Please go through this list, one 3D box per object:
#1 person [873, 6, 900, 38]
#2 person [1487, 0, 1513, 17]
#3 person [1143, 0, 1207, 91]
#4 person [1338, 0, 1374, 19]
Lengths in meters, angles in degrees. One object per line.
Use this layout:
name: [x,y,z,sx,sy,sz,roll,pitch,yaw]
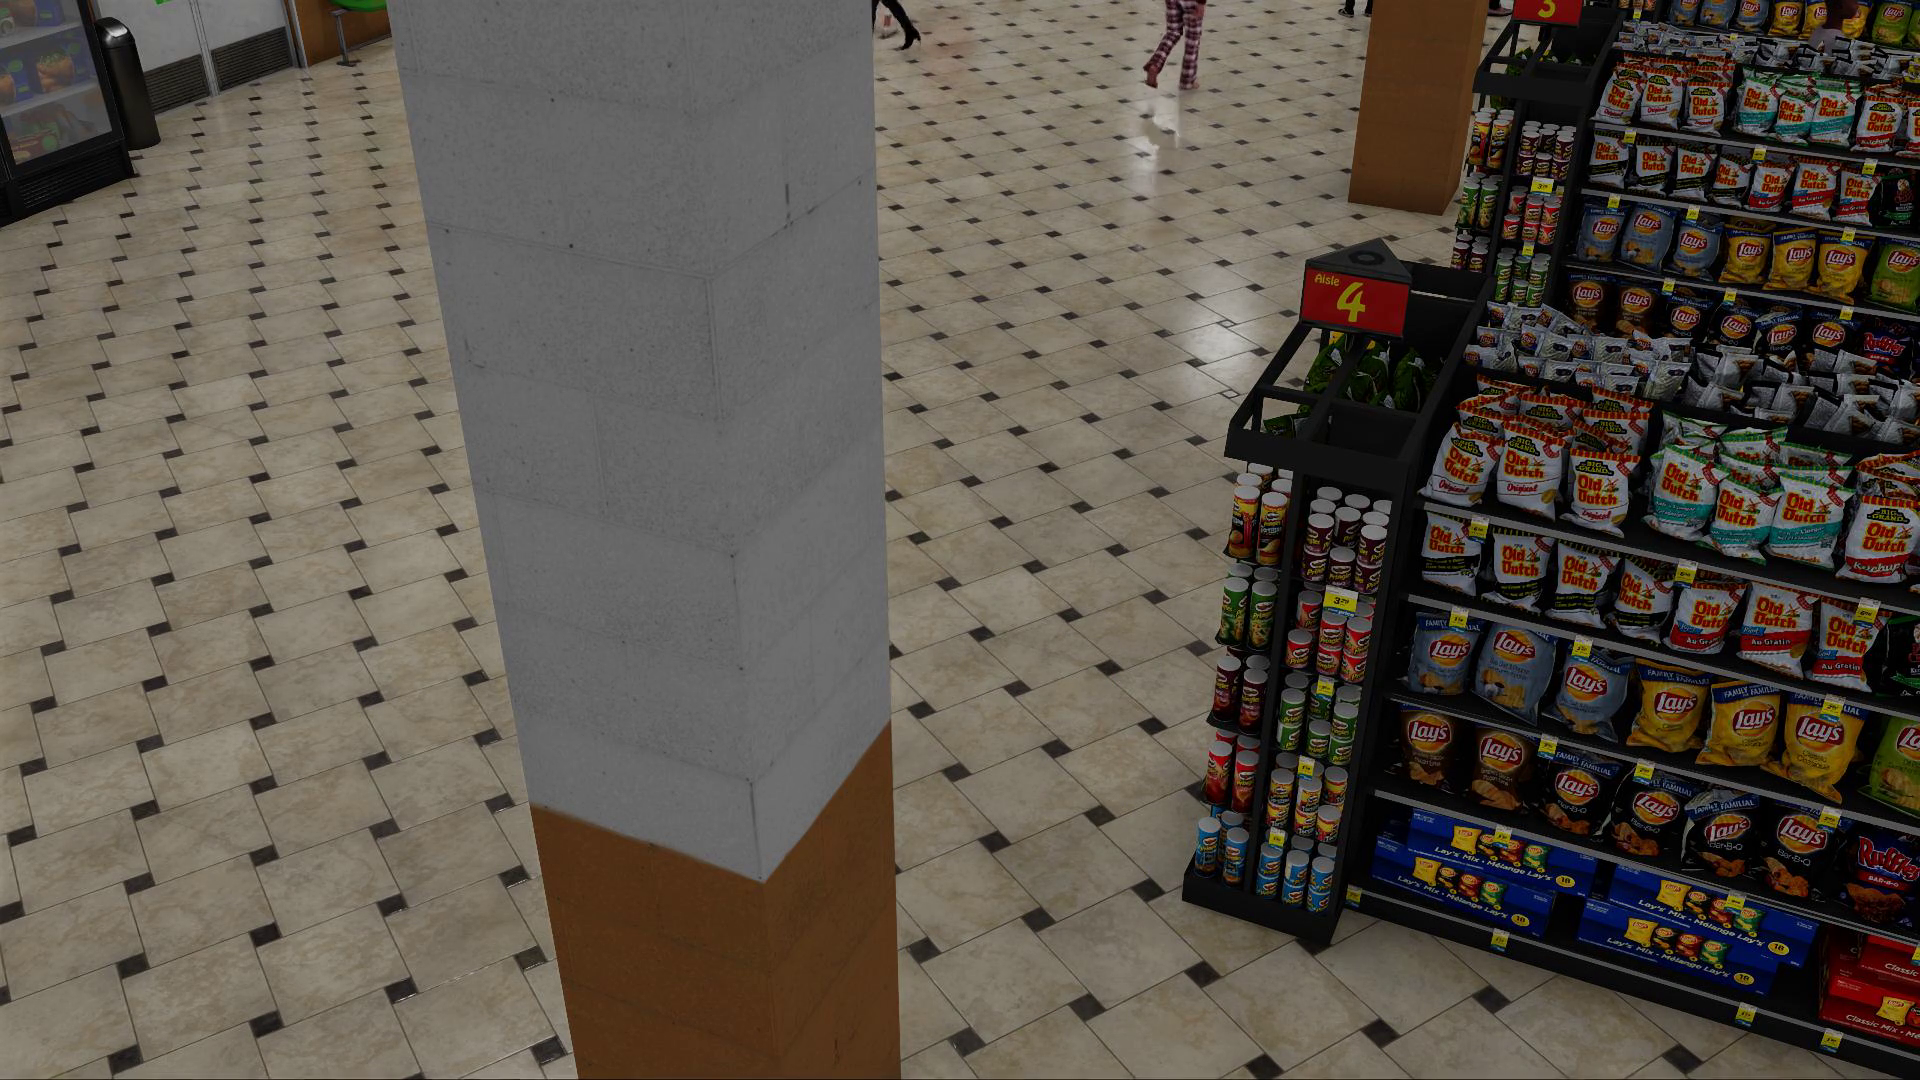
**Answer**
person: [-0.763,-5.662,15.796,0.550,1.689,0.698,8,33,13]
person: [5.395,-6.057,16.498,0.781,1.617,0.752,-3,32,-4]
person: [1.855,-4.620,14.128,0.886,1.681,0.855,28,41,37]
person: [4.016,-6.094,16.350,0.632,1.837,0.768,-1,32,-1]
